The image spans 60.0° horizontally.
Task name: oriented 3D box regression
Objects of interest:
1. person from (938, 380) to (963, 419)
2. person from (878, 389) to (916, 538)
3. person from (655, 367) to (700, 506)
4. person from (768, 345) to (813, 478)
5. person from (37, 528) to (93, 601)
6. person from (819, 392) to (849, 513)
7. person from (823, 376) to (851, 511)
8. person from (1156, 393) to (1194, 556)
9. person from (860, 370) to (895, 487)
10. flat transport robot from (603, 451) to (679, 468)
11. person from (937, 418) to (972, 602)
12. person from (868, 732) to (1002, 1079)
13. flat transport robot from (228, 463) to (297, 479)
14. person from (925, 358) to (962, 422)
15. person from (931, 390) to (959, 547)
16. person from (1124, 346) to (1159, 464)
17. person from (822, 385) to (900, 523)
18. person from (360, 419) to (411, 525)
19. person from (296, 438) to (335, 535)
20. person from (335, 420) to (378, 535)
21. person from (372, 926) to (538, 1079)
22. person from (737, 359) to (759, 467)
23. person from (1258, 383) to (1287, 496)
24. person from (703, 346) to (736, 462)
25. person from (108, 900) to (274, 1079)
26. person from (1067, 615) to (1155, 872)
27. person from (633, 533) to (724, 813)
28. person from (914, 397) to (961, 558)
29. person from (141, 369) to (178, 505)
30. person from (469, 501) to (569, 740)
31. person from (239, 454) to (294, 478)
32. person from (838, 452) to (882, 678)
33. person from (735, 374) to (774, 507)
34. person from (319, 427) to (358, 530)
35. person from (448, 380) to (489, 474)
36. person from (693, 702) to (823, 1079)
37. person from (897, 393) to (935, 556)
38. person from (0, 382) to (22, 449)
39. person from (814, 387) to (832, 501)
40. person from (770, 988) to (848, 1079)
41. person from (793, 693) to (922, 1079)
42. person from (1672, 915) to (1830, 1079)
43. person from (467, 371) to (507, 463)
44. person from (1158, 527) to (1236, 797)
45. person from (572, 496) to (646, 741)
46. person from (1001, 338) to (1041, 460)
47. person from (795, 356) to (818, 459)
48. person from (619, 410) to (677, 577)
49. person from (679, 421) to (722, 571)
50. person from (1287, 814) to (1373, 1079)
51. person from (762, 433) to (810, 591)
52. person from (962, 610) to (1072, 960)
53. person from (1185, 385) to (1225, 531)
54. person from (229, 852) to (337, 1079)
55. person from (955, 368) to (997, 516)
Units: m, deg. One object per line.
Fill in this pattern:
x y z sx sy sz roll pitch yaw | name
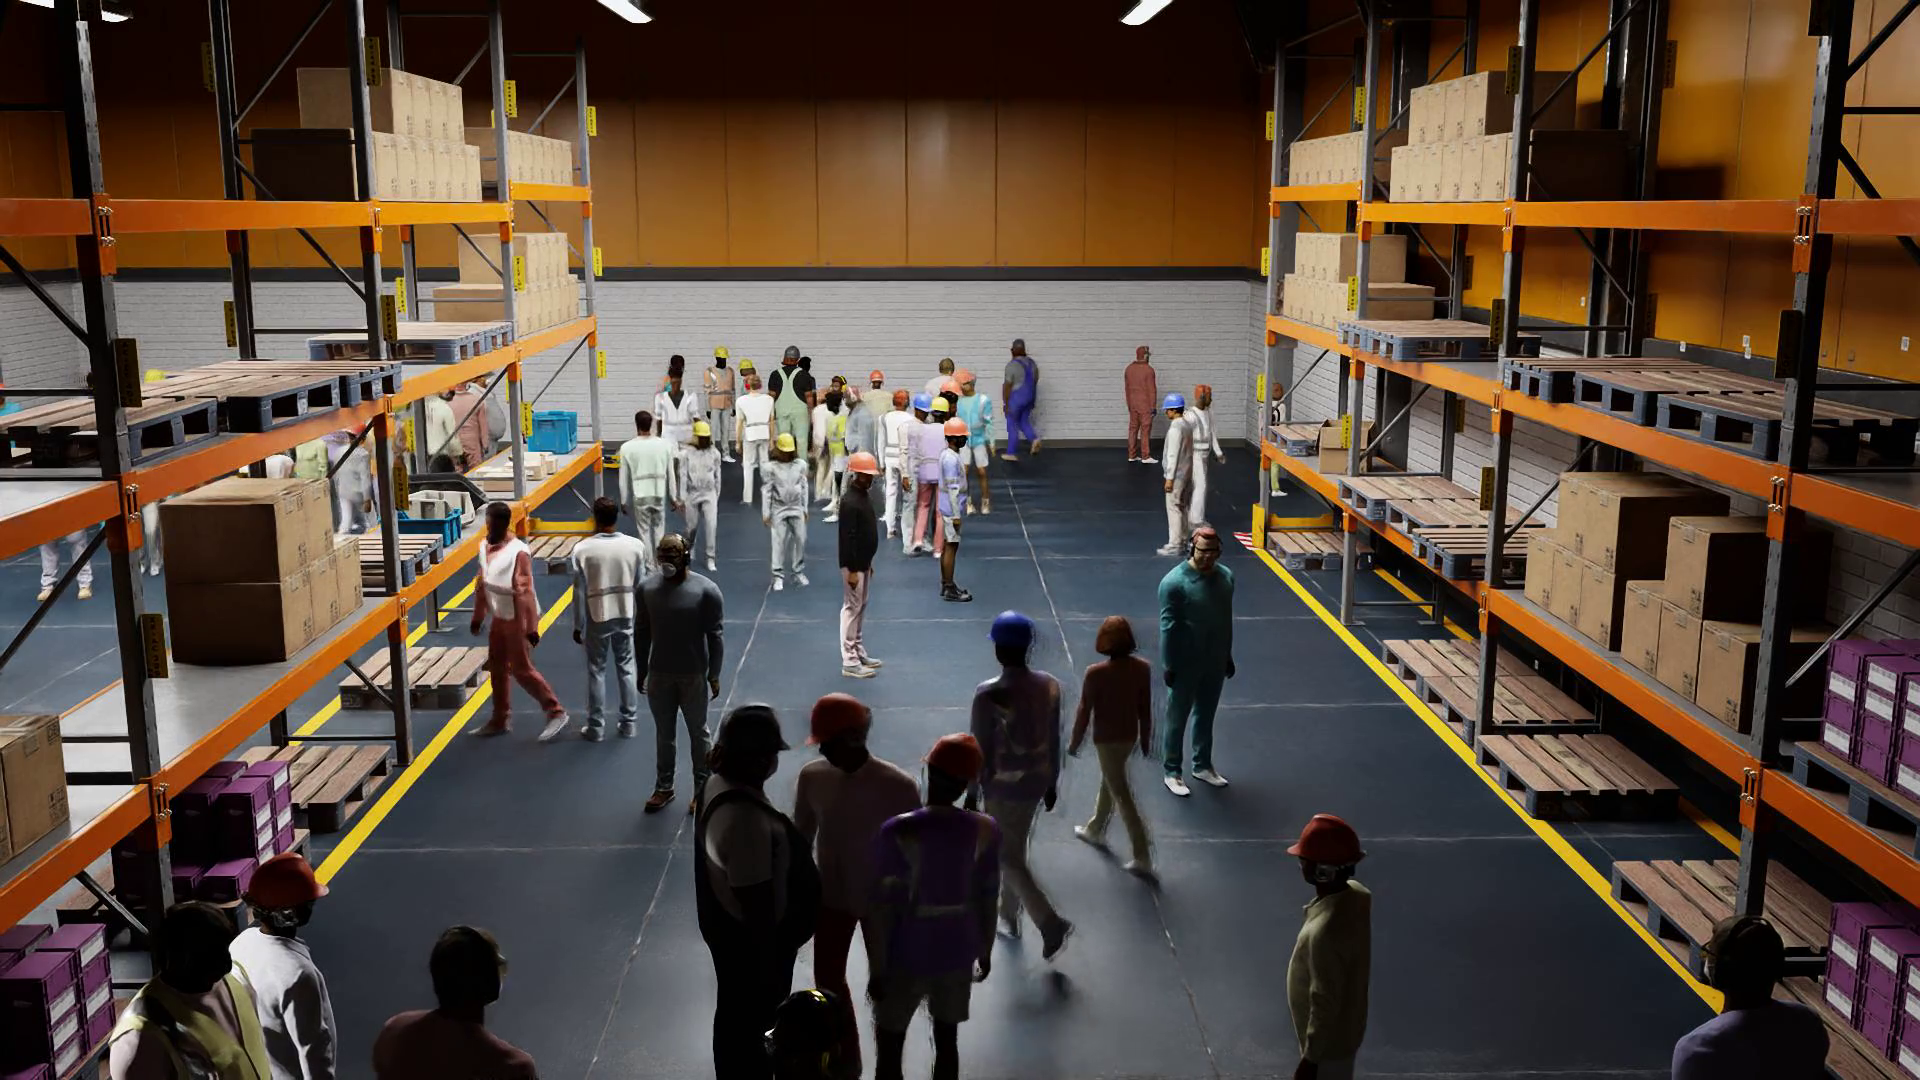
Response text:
-0.152 -1.011 20.825 0.392 1.991 0.612 1 11 6 | person
-0.743 -0.953 20.806 0.583 1.882 0.343 4 12 21 | person
-3.974 -1.494 23.419 0.611 1.934 0.910 -3 12 -15 | person
-2.560 -1.968 25.501 0.684 2.000 0.535 2 11 10 | person
-9.496 -0.371 17.493 0.689 2.000 0.539 -2 12 -11 | person
-1.656 -1.165 22.413 0.440 1.676 0.568 -6 13 -29 | person
-1.633 -1.301 22.588 0.532 1.871 0.321 7 13 32 | person
2.577 -0.779 19.826 0.418 1.933 0.616 4 12 21 | person
-1.225 -1.631 24.531 0.563 1.752 0.328 -4 12 -20 | person
-4.943 -1.307 26.639 1.431 0.197 0.652 0 11 -2 | flat transport robot
-0.054 -0.325 17.516 0.360 1.939 0.543 -1 11 -7 | person
-0.158 1.768 7.159 0.701 1.884 0.445 -4 12 -17 | person
-10.251 -1.015 25.177 1.431 0.197 0.652 -9 14 -37 | flat transport robot
-0.194 -1.706 24.446 0.633 1.936 0.353 1 11 4 | person
-0.195 -0.831 20.033 0.383 1.955 0.600 1 11 3 | person
2.961 -2.192 26.963 0.410 1.909 0.642 -9 15 -39 | person
-1.271 -1.129 21.840 1.014 1.838 0.708 -4 12 -21 | person
-6.923 -0.805 20.032 0.623 1.902 0.488 -4 12 -20 | person
-7.573 -0.618 19.446 0.522 1.760 0.329 6 13 30 | person
-6.937 -0.532 19.138 0.568 1.705 0.819 6 13 28 | person
-1.551 2.144 5.213 0.631 1.922 0.428 6 13 28 | person
-3.382 -2.025 26.556 0.322 1.737 0.484 -3 12 -14 | person
4.500 -1.445 23.903 0.282 1.633 0.498 -8 14 -35 | person
-3.859 -2.175 26.860 0.586 1.917 0.411 -11 15 -43 | person
-2.531 2.095 5.631 0.429 1.844 0.627 1 11 5 | person
0.984 1.260 10.464 0.501 1.588 0.859 -8 14 -36 | person
-1.922 0.905 11.347 0.635 1.939 0.361 2 12 11 | person
-0.289 -0.742 19.738 0.620 1.897 0.511 2 11 8 | person
-11.075 -1.399 22.961 0.506 1.909 0.603 -11 16 -44 | person
-3.491 0.612 12.961 0.574 1.898 0.739 -10 15 -42 | person
-7.182 -0.236 17.341 0.567 1.836 0.387 -10 15 -42 | person
-0.884 0.206 14.726 0.392 1.991 0.613 2 11 11 | person
-2.824 -1.373 23.032 0.564 1.841 0.387 -6 13 -29 | person
-8.025 -1.060 21.233 0.594 1.926 0.366 1 11 4 | person
-6.694 -1.298 22.479 0.654 1.906 0.406 -1 11 -7 | person
-0.865 1.679 7.213 0.538 2.000 0.683 -5 12 -23 | person
-0.479 -0.790 19.850 0.401 1.938 0.603 11 15 43 | person
-13.314 -1.342 23.143 0.563 1.734 0.382 -7 13 -32 | person
-1.881 -1.343 23.420 0.394 1.608 0.562 -9 14 -38 | person
-0.452 2.211 4.963 0.328 1.877 0.513 -9 14 -37 | person
-0.458 1.634 7.617 0.694 1.967 0.452 4 12 18 | person
2.440 2.111 5.300 0.635 1.939 0.361 -6 13 -29 | person
-6.555 -1.477 23.036 0.536 2.000 0.688 0 11 1 | person
1.701 0.844 11.749 0.642 1.905 0.399 -7 13 -32 | person
-2.712 0.611 12.920 0.593 1.907 0.415 -7 13 -31 | person
0.975 -2.319 27.258 0.736 2.000 0.644 -10 15 -41 | person
-2.552 -2.170 27.412 0.537 1.683 0.317 8 14 35 | person
-3.468 -0.487 18.415 0.617 1.900 0.518 -5 12 -24 | person
-2.981 -0.534 19.105 0.491 1.721 0.647 -3 12 -15 | person
1.449 1.936 6.644 0.329 1.753 0.560 5 12 25 | person
-1.876 -0.316 18.021 0.554 1.720 0.458 -4 12 -21 | person
0.352 1.348 9.149 0.604 1.928 0.775 -10 15 -42 | person
3.121 -1.057 21.385 0.506 1.863 0.564 5 12 23 | person
-2.493 2.014 6.255 0.573 1.750 0.330 10 15 41 | person
0.168 -1.301 22.276 0.657 1.996 0.695 2 11 10 | person
